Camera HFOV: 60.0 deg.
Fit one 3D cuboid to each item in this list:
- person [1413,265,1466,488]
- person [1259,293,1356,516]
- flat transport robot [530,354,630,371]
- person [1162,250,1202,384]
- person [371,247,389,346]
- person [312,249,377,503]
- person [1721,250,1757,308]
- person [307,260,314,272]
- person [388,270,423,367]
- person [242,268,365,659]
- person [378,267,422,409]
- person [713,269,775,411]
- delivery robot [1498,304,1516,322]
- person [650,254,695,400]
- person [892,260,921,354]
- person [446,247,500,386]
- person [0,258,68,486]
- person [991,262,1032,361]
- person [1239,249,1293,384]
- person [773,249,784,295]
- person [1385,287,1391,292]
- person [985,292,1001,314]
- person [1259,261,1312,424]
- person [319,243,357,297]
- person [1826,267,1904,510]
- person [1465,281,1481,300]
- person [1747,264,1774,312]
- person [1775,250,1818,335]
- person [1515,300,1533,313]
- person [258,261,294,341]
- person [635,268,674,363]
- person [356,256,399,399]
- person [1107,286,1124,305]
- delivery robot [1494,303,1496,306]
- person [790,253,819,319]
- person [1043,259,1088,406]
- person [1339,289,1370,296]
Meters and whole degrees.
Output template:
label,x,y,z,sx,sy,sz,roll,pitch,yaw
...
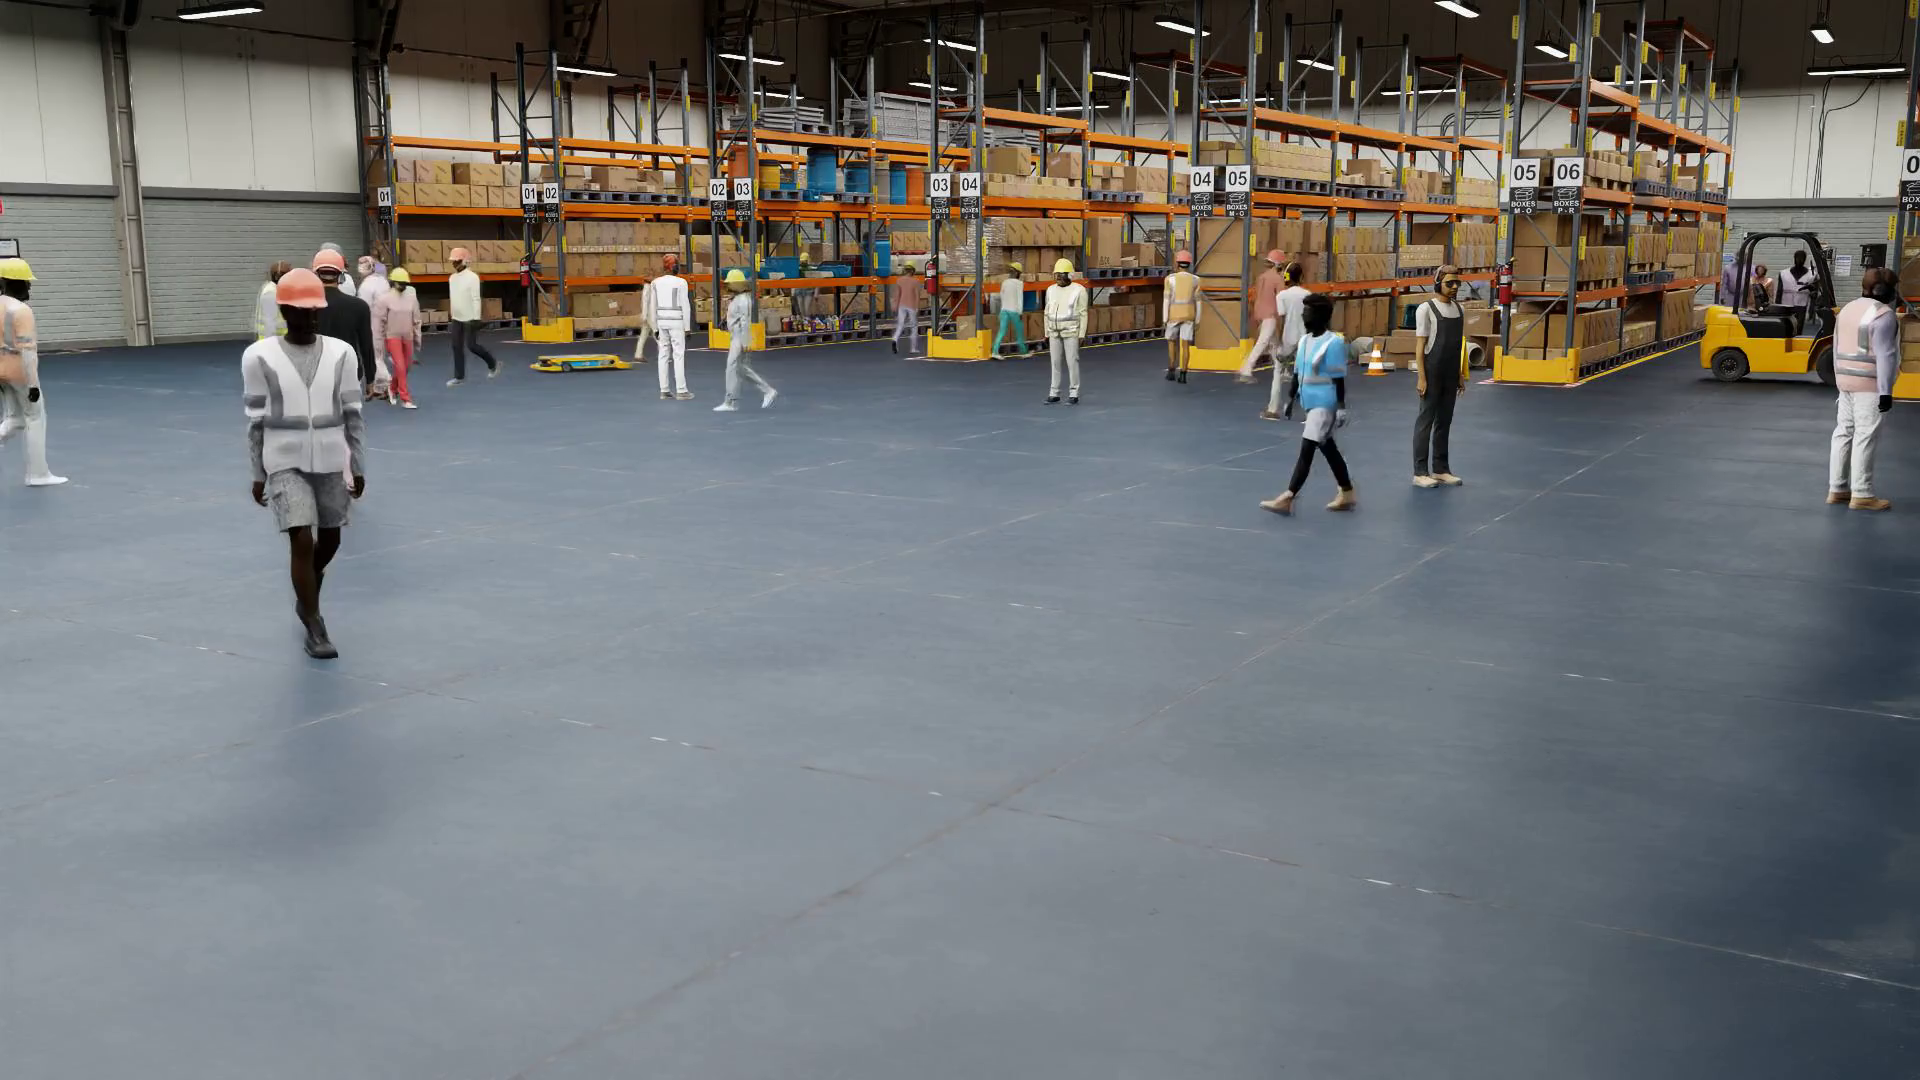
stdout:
label,x,y,z,sx,sy,sz,roll,pitch,yaw
person,4.006,-1.360,13.857,0.506,1.846,0.345,-6,12,-31
person,2.650,-1.009,12.419,0.872,1.645,0.543,-3,11,-17
flat transport robot,-6.066,-2.839,26.550,1.431,0.197,0.652,-6,12,-30
person,3.216,-3.254,24.266,0.581,1.908,0.830,0,10,0
person,-11.458,-4.782,32.759,0.638,1.938,0.357,7,12,34
person,-4.872,-1.264,12.948,0.646,1.973,0.440,-4,11,-23
person,15.957,-5.001,34.105,0.677,1.889,0.464,6,12,32
person,-7.828,-2.560,20.636,0.537,1.829,0.567,4,11,20
person,-9.170,-3.647,27.359,0.493,1.604,0.806,5,11,27
person,-3.294,-0.403,8.345,0.551,1.913,0.830,-7,12,-35
person,-6.944,-2.497,20.536,0.799,1.734,0.532,9,14,41
person,-2.626,-2.423,20.178,0.740,1.718,0.485,-3,11,-19
delivery robot,13.119,-5.498,40.385,0.707,0.478,0.477,-1,10,-4
person,-3.737,-2.758,21.581,0.575,1.883,0.362,5,11,27
person,-0.974,-4.253,30.385,0.525,1.731,0.800,4,11,21
person,-7.024,-3.198,23.810,0.622,1.974,0.769,7,12,33
person,-7.840,-1.368,13.731,0.599,1.905,0.641,6,12,30
person,0.884,-3.953,28.786,0.559,1.694,0.920,9,14,42
person,4.469,-3.219,24.029,1.037,1.941,0.640,-3,11,-18
person,-4.659,-6.658,43.191,0.612,1.963,0.363,10,14,43
person,11.120,-6.574,43.050,0.651,1.844,0.552,2,10,13
person,0.797,-4.828,33.046,0.628,1.933,0.356,0,10,1
person,3.769,-2.225,18.790,0.528,1.827,1.007,-4,11,-24
person,-7.341,-2.467,19.505,0.537,2.000,0.680,-5,11,-28
person,6.953,-1.160,12.749,0.428,1.840,0.631,-1,10,-3
person,13.188,-6.537,42.613,0.464,1.927,0.544,8,13,39
person,15.246,-4.459,31.816,0.546,1.615,0.589,7,13,36
person,13.908,-3.863,27.702,0.626,1.904,0.542,6,12,30
person,14.209,-6.381,41.574,1.031,1.995,0.633,6,12,31
person,-7.638,-2.210,18.683,0.435,1.823,0.666,-3,11,-16
person,-5.125,-3.769,28.030,0.830,1.586,0.525,0,10,-2
person,-7.598,-2.750,21.629,0.622,1.864,0.686,1,10,4
person,4.017,-6.522,42.663,0.542,1.896,0.990,5,11,25
delivery robot,13.132,-5.600,40.955,0.477,0.478,0.707,-3,10,-16
person,-3.445,-5.403,36.594,0.598,1.814,0.552,5,11,25
person,1.299,-2.591,20.787,0.600,1.829,0.404,7,12,34
person,9.049,-5.677,38.010,0.675,1.850,1.002,7,12,35
